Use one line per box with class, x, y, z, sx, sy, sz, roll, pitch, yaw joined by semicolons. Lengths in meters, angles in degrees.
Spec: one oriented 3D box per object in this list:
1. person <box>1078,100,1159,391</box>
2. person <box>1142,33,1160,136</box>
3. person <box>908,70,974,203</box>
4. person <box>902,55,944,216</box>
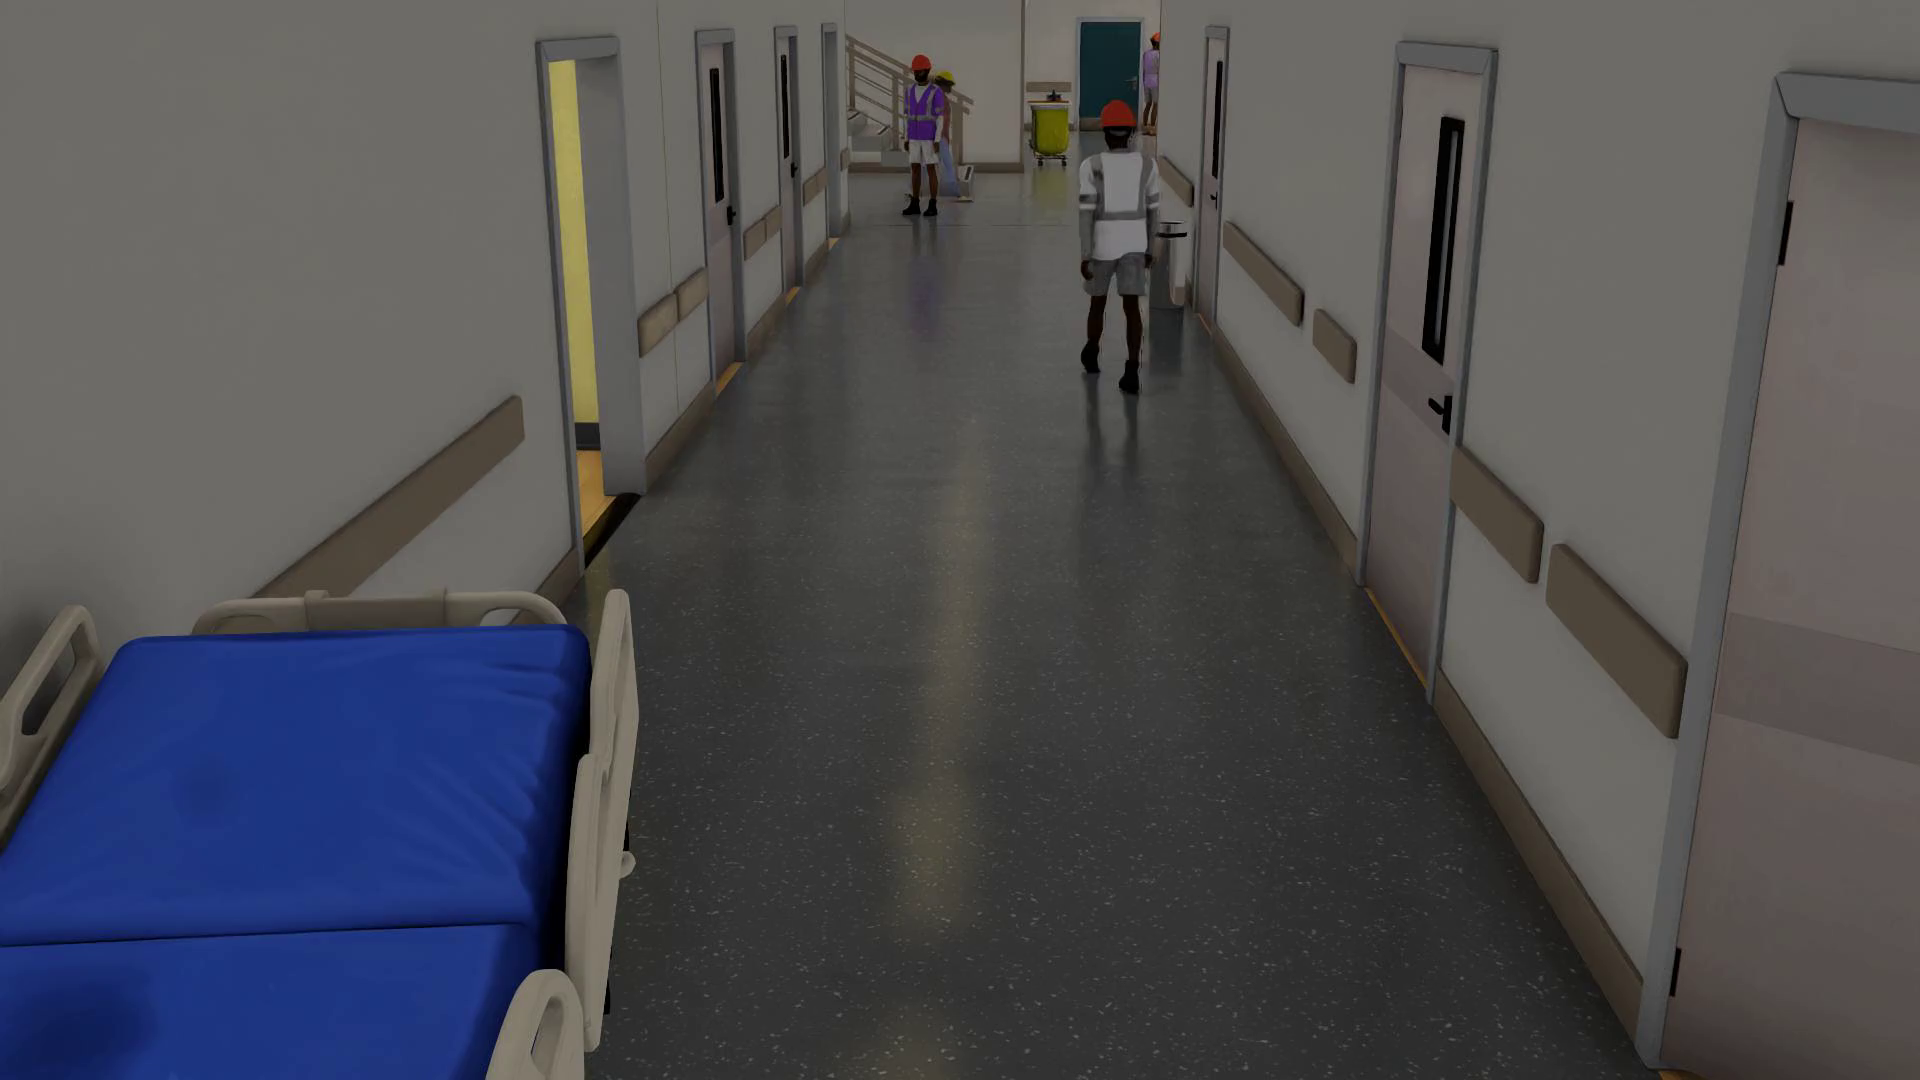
person;1.055;-1.980;11.185;0.558;1.887;1.004;-2;18;-5
person;3.948;-9.235;33.741;0.404;2.030;0.614;-11;21;-31
person;-0.285;-5.331;22.003;0.904;1.705;0.555;3;18;9
person;-0.466;-4.969;20.480;0.542;1.938;0.358;10;20;28
